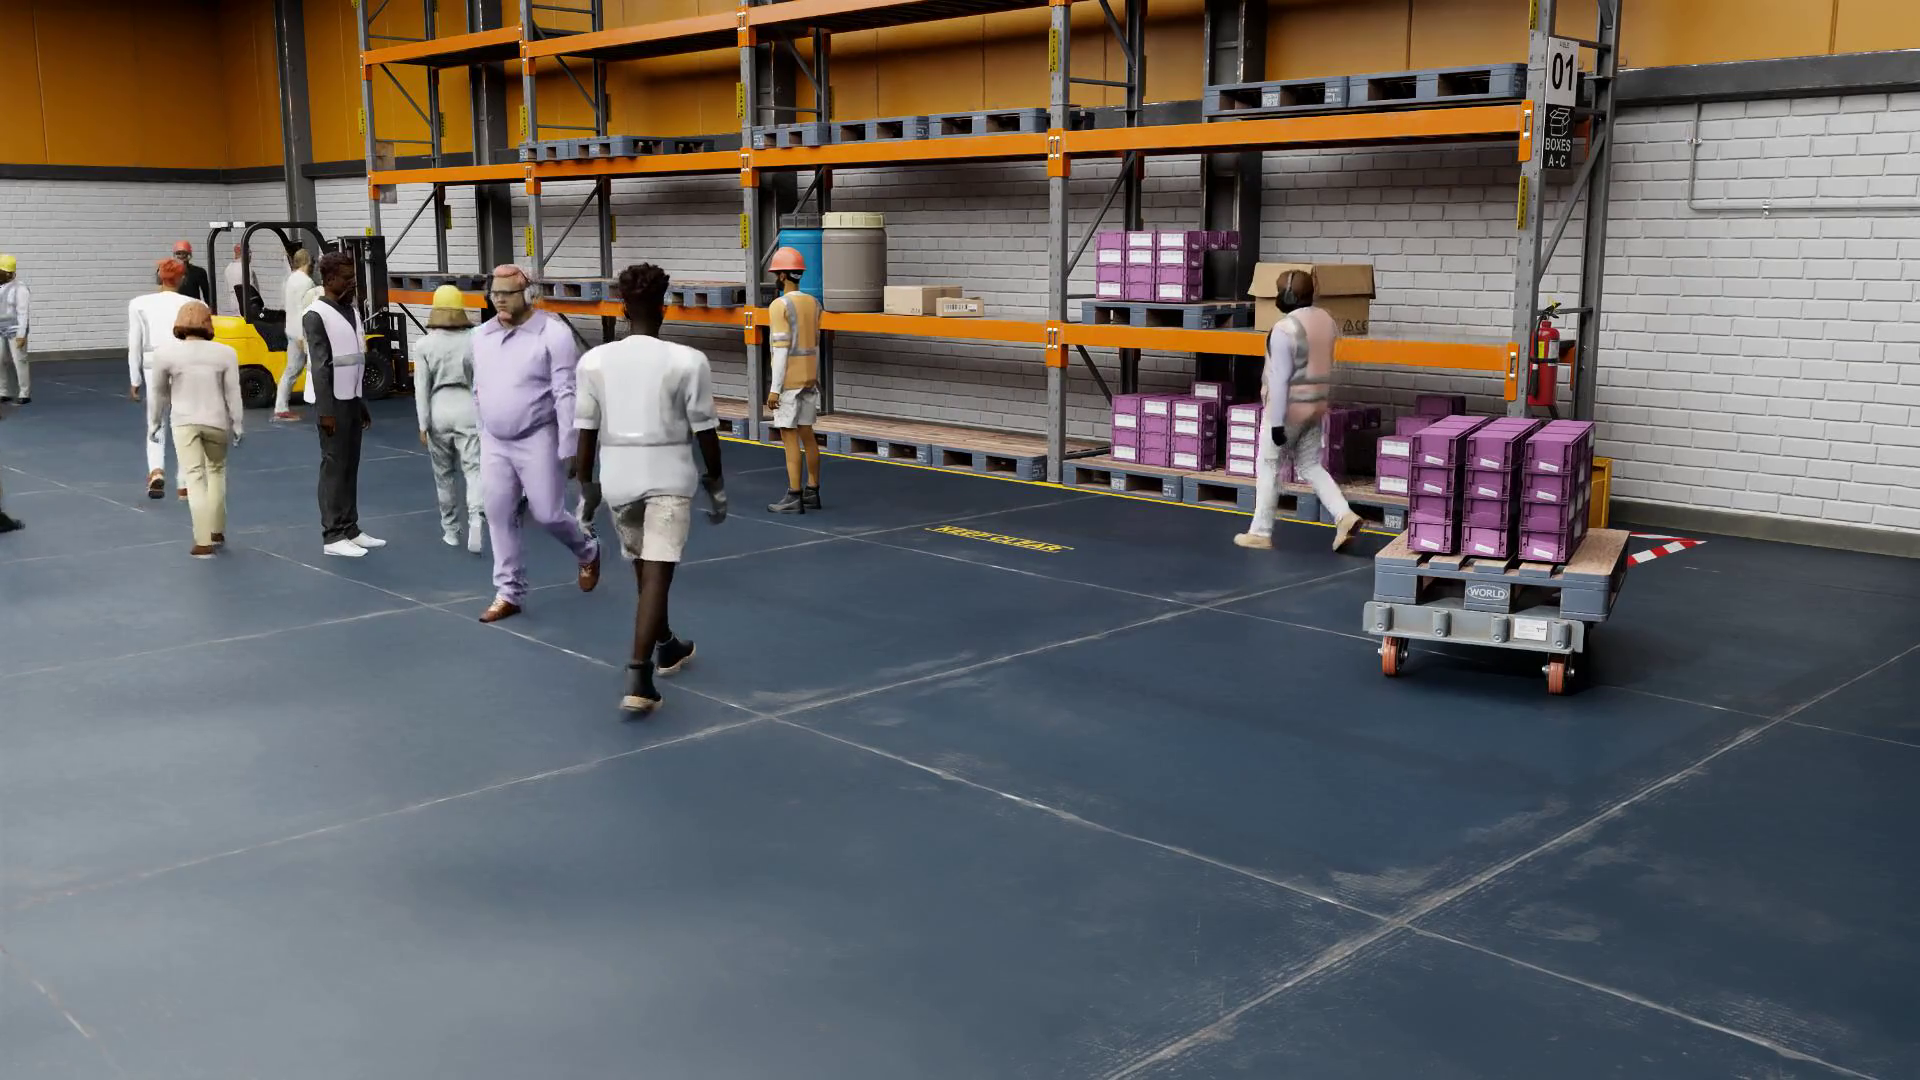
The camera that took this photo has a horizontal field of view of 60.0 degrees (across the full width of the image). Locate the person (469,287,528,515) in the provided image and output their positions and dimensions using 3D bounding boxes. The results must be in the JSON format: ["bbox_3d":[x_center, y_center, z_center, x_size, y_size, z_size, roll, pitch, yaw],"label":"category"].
[{"bbox_3d":[-3.307,-1.022,12.132,0.525,1.669,0.806,-9,14,-41],"label":"person"}]

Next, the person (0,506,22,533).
[{"bbox_3d":[-6.854,-0.973,11.302,0.685,1.894,0.602,8,13,36],"label":"person"}]

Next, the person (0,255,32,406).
[{"bbox_3d":[-11.215,-2.459,19.629,0.624,1.795,0.525,3,11,15],"label":"person"}]

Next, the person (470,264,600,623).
[{"bbox_3d":[-2.292,-0.535,8.919,0.652,1.882,0.760,4,11,18],"label":"person"}]

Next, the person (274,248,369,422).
[{"bbox_3d":[-7.086,-2.238,18.210,1.019,1.871,0.666,-7,12,-33],"label":"person"}]

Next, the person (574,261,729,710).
[{"bbox_3d":[-1.360,-0.252,7.285,0.617,1.920,1.041,2,11,12],"label":"person"}]

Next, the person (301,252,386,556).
[{"bbox_3d":[-3.950,-0.863,10.592,0.392,1.916,0.591,0,10,2],"label":"person"}]

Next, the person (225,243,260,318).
[{"bbox_3d":[-10.412,-3.368,24.277,0.653,1.906,0.405,9,13,39],"label":"person"}]

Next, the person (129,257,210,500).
[{"bbox_3d":[-6.006,-1.215,12.667,0.606,1.862,0.563,-3,11,-15],"label":"person"}]

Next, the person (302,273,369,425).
[{"bbox_3d":[-6.358,-1.985,17.051,0.961,1.780,0.612,7,13,34],"label":"person"}]

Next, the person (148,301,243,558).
[{"bbox_3d":[-4.864,-0.712,10.589,0.533,1.596,0.713,-6,12,-31],"label":"person"}]

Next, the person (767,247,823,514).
[{"bbox_3d":[-1.236,-1.157,12.135,0.369,1.935,0.552,6,12,28],"label":"person"}]

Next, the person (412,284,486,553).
[{"bbox_3d":[-3.228,-0.775,10.664,0.492,1.714,0.784,-4,11,-21],"label":"person"}]

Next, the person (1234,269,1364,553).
[{"bbox_3d":[2.174,-0.809,10.583,0.631,1.815,0.796,-9,14,-40],"label":"person"}]

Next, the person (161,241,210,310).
[{"bbox_3d":[-10.866,-3.222,23.410,0.631,1.927,1.067,-3,11,-15],"label":"person"}]

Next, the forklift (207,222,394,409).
[{"bbox_3d":[-8.169,-2.758,20.163,2.313,2.155,1.214,-10,14,-44],"label":"forklift"}]
